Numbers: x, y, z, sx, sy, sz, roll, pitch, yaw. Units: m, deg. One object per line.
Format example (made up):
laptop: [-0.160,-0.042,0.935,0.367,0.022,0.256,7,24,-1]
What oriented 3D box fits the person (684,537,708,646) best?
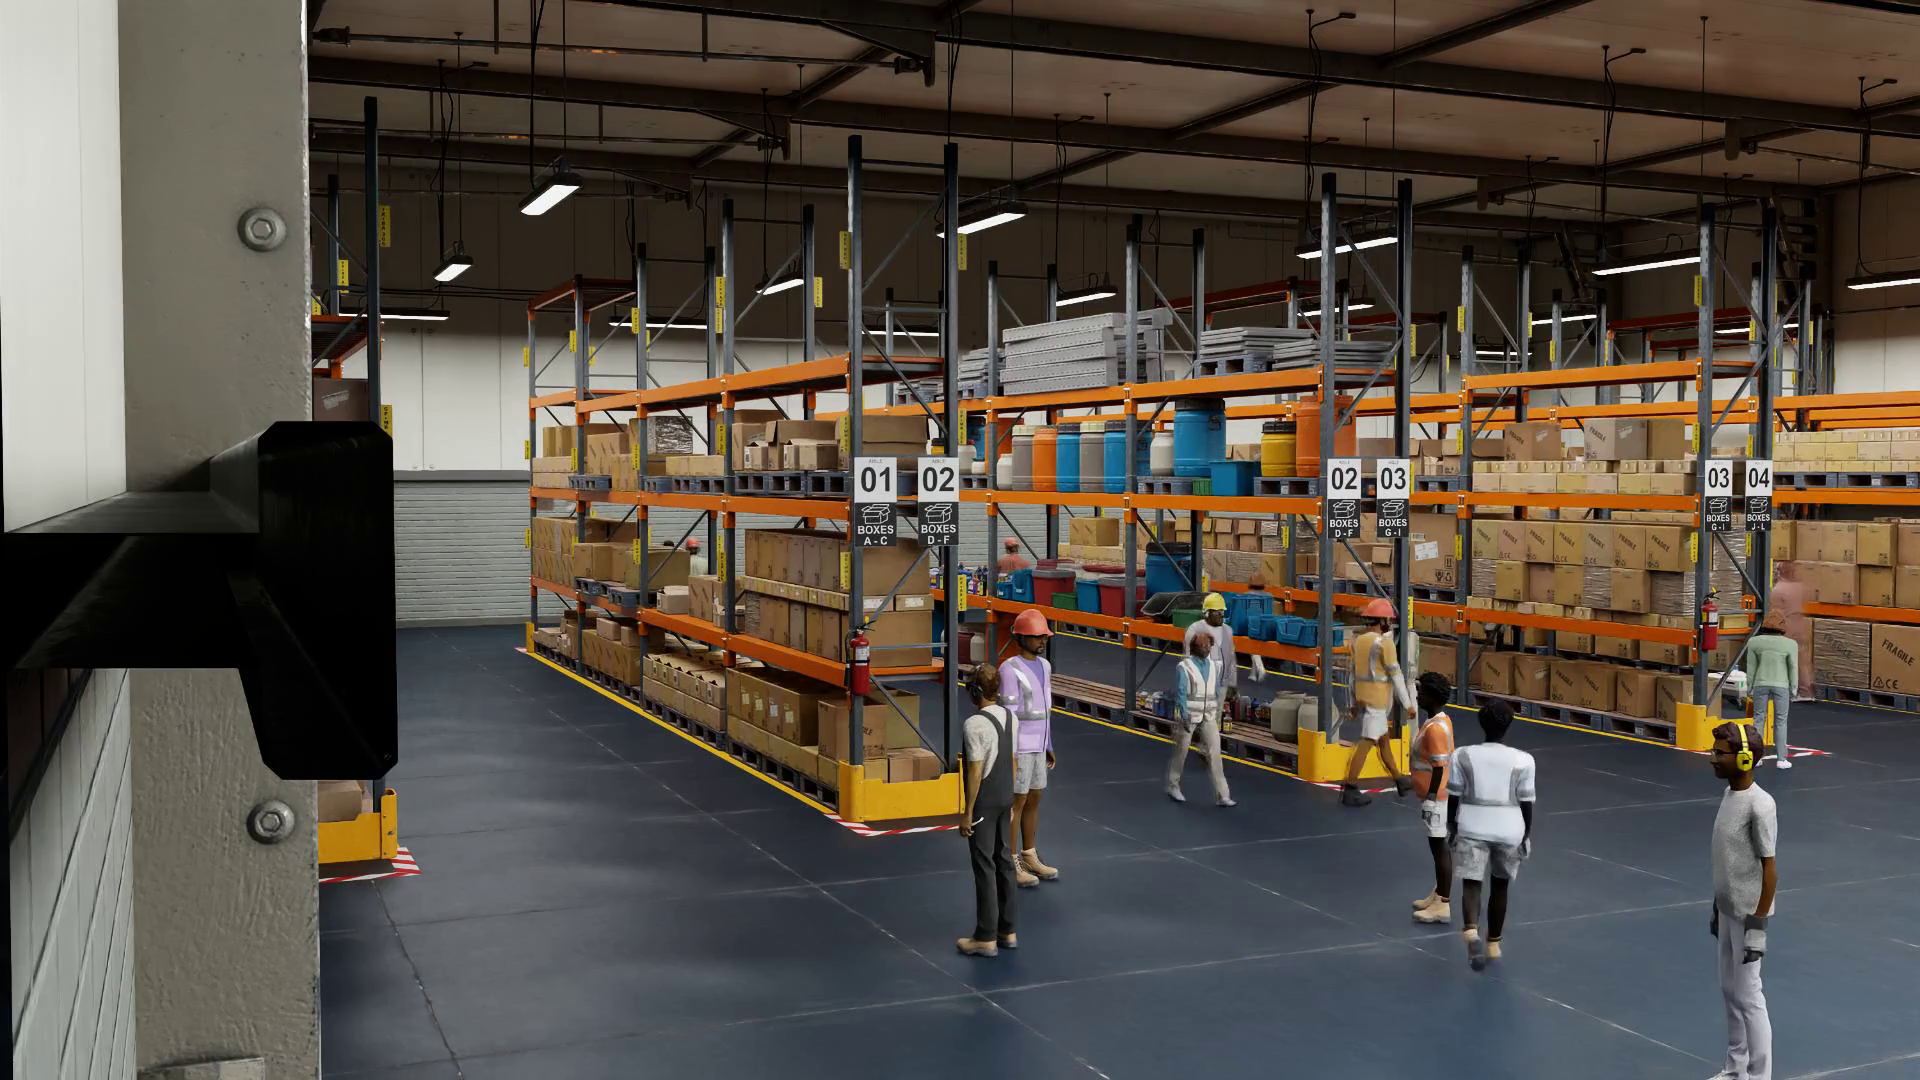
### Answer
person: [-4.399,0.941,29.607,0.622,1.990,0.400,-1,2,-21]

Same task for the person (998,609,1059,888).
person: [0.527,1.538,13.403,0.370,2.044,0.608,1,3,33]

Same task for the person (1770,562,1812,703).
person: [10.973,1.227,23.968,0.654,1.851,1.002,-1,2,-27]

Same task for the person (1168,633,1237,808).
person: [2.188,1.645,16.469,0.515,1.593,0.875,-1,2,-25]

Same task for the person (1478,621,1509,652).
person: [8.170,1.092,27.291,0.559,1.896,0.698,0,2,9]

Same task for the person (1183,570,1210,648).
person: [3.494,1.103,27.695,0.630,1.821,0.700,-1,2,-22]

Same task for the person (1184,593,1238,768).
person: [2.627,1.452,18.451,0.619,1.819,0.497,-1,3,-33]

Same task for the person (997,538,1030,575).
person: [0.905,0.941,30.411,0.656,1.930,1.055,0,2,10]

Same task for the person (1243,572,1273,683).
person: [4.313,1.269,25.989,0.508,1.607,0.695,-1,2,-16]

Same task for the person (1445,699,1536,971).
person: [3.264,1.819,11.029,0.541,1.672,0.725,1,2,14]

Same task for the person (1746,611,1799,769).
person: [8.422,1.544,18.586,0.502,1.627,0.272,1,3,34]

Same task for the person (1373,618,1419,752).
person: [4.750,1.527,19.442,0.525,1.598,0.877,-1,2,-18]

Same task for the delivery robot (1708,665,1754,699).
delivery robot: [10.064,1.867,23.292,0.477,0.478,0.707,-1,2,-16]

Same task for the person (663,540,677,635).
person: [-5.014,0.953,30.864,0.600,1.874,0.473,0,2,-4]

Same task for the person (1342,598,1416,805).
person: [3.937,1.490,16.579,0.977,1.886,0.550,-1,2,-16]

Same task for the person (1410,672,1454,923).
person: [3.254,1.750,12.293,0.321,1.697,0.530,1,2,17]

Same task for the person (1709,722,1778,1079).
person: [3.736,1.807,8.618,0.315,1.869,0.534,0,2,4]

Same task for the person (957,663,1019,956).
person: [0.181,1.709,11.472,0.325,1.843,0.516,2,3,37]
